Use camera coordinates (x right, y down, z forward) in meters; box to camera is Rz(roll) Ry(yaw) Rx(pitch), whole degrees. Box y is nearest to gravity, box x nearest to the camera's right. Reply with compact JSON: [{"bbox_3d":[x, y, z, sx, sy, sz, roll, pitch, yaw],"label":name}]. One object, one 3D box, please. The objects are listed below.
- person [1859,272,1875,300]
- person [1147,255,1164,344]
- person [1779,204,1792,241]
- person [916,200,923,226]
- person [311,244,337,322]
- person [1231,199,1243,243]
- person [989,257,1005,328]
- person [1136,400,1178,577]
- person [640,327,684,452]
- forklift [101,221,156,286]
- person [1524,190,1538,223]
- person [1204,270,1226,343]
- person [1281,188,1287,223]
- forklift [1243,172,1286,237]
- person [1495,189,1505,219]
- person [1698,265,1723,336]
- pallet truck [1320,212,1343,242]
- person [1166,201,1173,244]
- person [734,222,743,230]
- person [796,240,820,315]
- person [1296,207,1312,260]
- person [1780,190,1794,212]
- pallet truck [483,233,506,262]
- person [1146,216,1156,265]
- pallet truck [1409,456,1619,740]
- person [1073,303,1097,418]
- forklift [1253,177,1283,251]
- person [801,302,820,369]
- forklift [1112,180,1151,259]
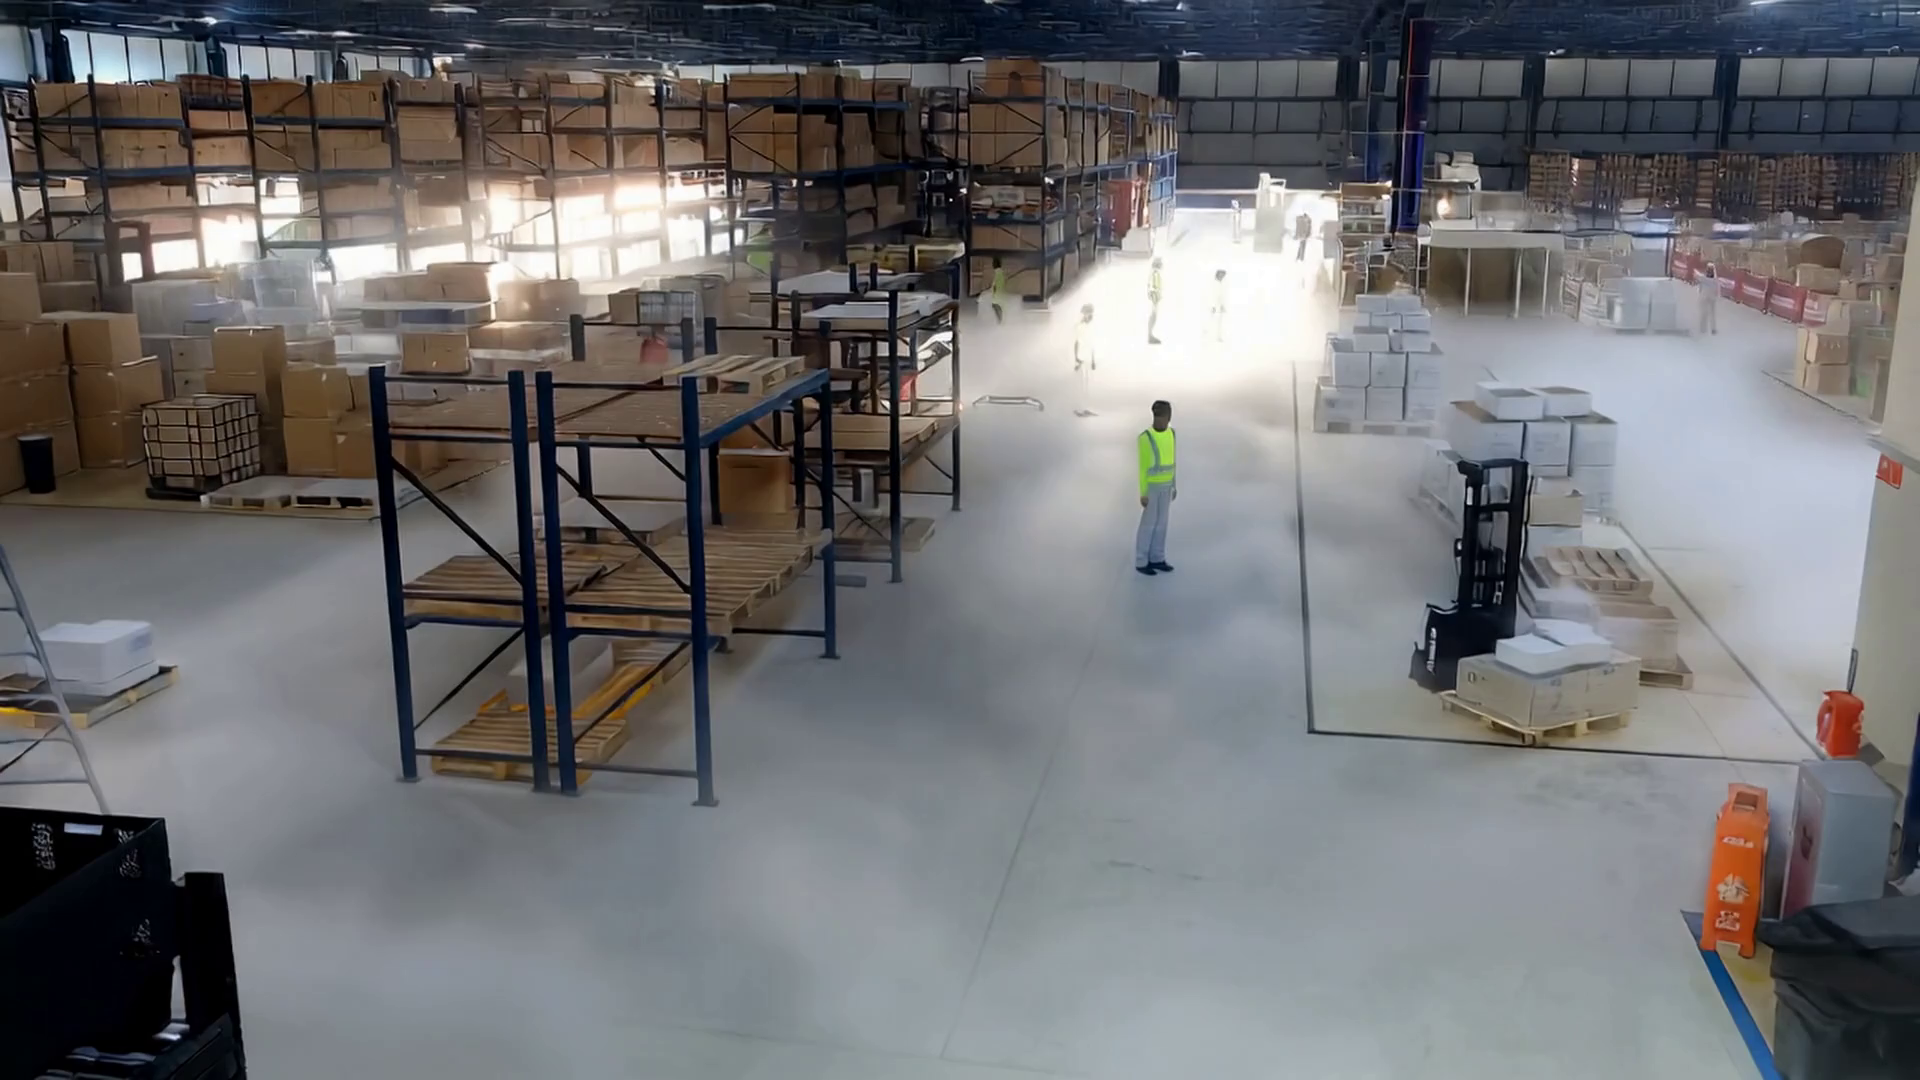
[{"bbox_3d":[17.643,-4.262,32.460,0.544,1.933,0.376,-13,19,-42],"label":"person"},{"bbox_3d":[4.294,-5.279,36.577,0.355,1.939,0.544,2,14,9],"label":"person"},{"bbox_3d":[32.772,-12.422,65.932,0.325,1.767,0.533,-2,14,-7],"label":"person"},{"bbox_3d":[-2.006,-16.498,82.129,0.552,1.934,0.364,-4,14,-16],"label":"person"},{"bbox_3d":[-15.576,-6.301,40.789,0.587,1.911,0.397,-7,16,-28],"label":"person"},{"bbox_3d":[11.587,-13.373,69.685,0.404,1.822,0.589,-7,15,-25],"label":"person"},{"bbox_3d":[0.844,-5.898,39.611,0.569,1.676,0.538,3,14,10],"label":"person"},{"bbox_3d":[2.074,-0.546,17.498,0.350,1.878,0.568,12,18,41],"label":"person"},{"bbox_3d":[-4.273,-2.211,24.215,0.883,1.888,0.631,6,15,22],"label":"person"},{"bbox_3d":[-16.772,-5.071,33.793,1.129,2.768,1.873,3,14,10],"label":"forklift"},{"bbox_3d":[26.356,-15.181,76.786,0.649,1.929,0.459,-2,14,-7],"label":"person"},{"bbox_3d":[5.693,-5.158,36.734,0.395,1.626,0.517,9,16,33],"label":"person"},{"bbox_3d":[15.047,-15.468,77.858,0.610,1.975,0.629,-5,15,-20],"label":"person"},{"bbox_3d":[13.466,-14.798,73.282,1.873,2.768,1.129,3,14,10],"label":"forklift"},{"bbox_3d":[26.454,-16.174,81.102,0.883,1.790,0.612,1,14,3],"label":"person"},{"bbox_3d":[17.146,-5.453,37.987,0.514,1.593,0.816,3,14,11],"label":"person"},{"bbox_3d":[15.874,-13.227,70.310,0.680,1.201,1.601,10,17,35],"label":"pallet truck"},{"bbox_3d":[8.687,-13.212,69.214,0.333,1.739,0.639,0,14,-2],"label":"person"},{"bbox_3d":[-9.026,-12.865,68.063,0.494,1.605,0.788,4,14,15],"label":"person"},{"bbox_3d":[-3.753,-6.396,41.033,0.607,1.985,0.410,-5,15,-18],"label":"person"},{"bbox_3d":[12.455,-11.108,60.321,0.545,1.890,0.950,4,14,14],"label":"person"},{"bbox_3d":[40.104,-16.047,80.570,0.657,1.810,0.400,13,19,42],"label":"person"},{"bbox_3d":[-11.832,-7.026,43.548,1.885,1.965,0.823,8,16,28],"label":"pallet truck"},{"bbox_3d":[6.658,-10.422,57.952,0.322,1.697,0.533,2,14,9],"label":"person"},{"bbox_3d":[4.504,0.400,13.395,0.823,1.965,1.885,-6,15,-23],"label":"pallet truck"},{"bbox_3d":[2.053,-2.938,27.213,0.328,1.872,0.513,12,18,39],"label":"person"},{"bbox_3d":[12.083,-12.747,64.956,1.129,2.768,1.873,3,14,10],"label":"forklift"},{"bbox_3d":[-2.575,-3.321,28.414,0.535,2.000,0.704,-3,14,-12],"label":"person"},{"bbox_3d":[6.082,-11.722,60.796,1.873,2.768,1.129,2,14,9],"label":"forklift"}]
